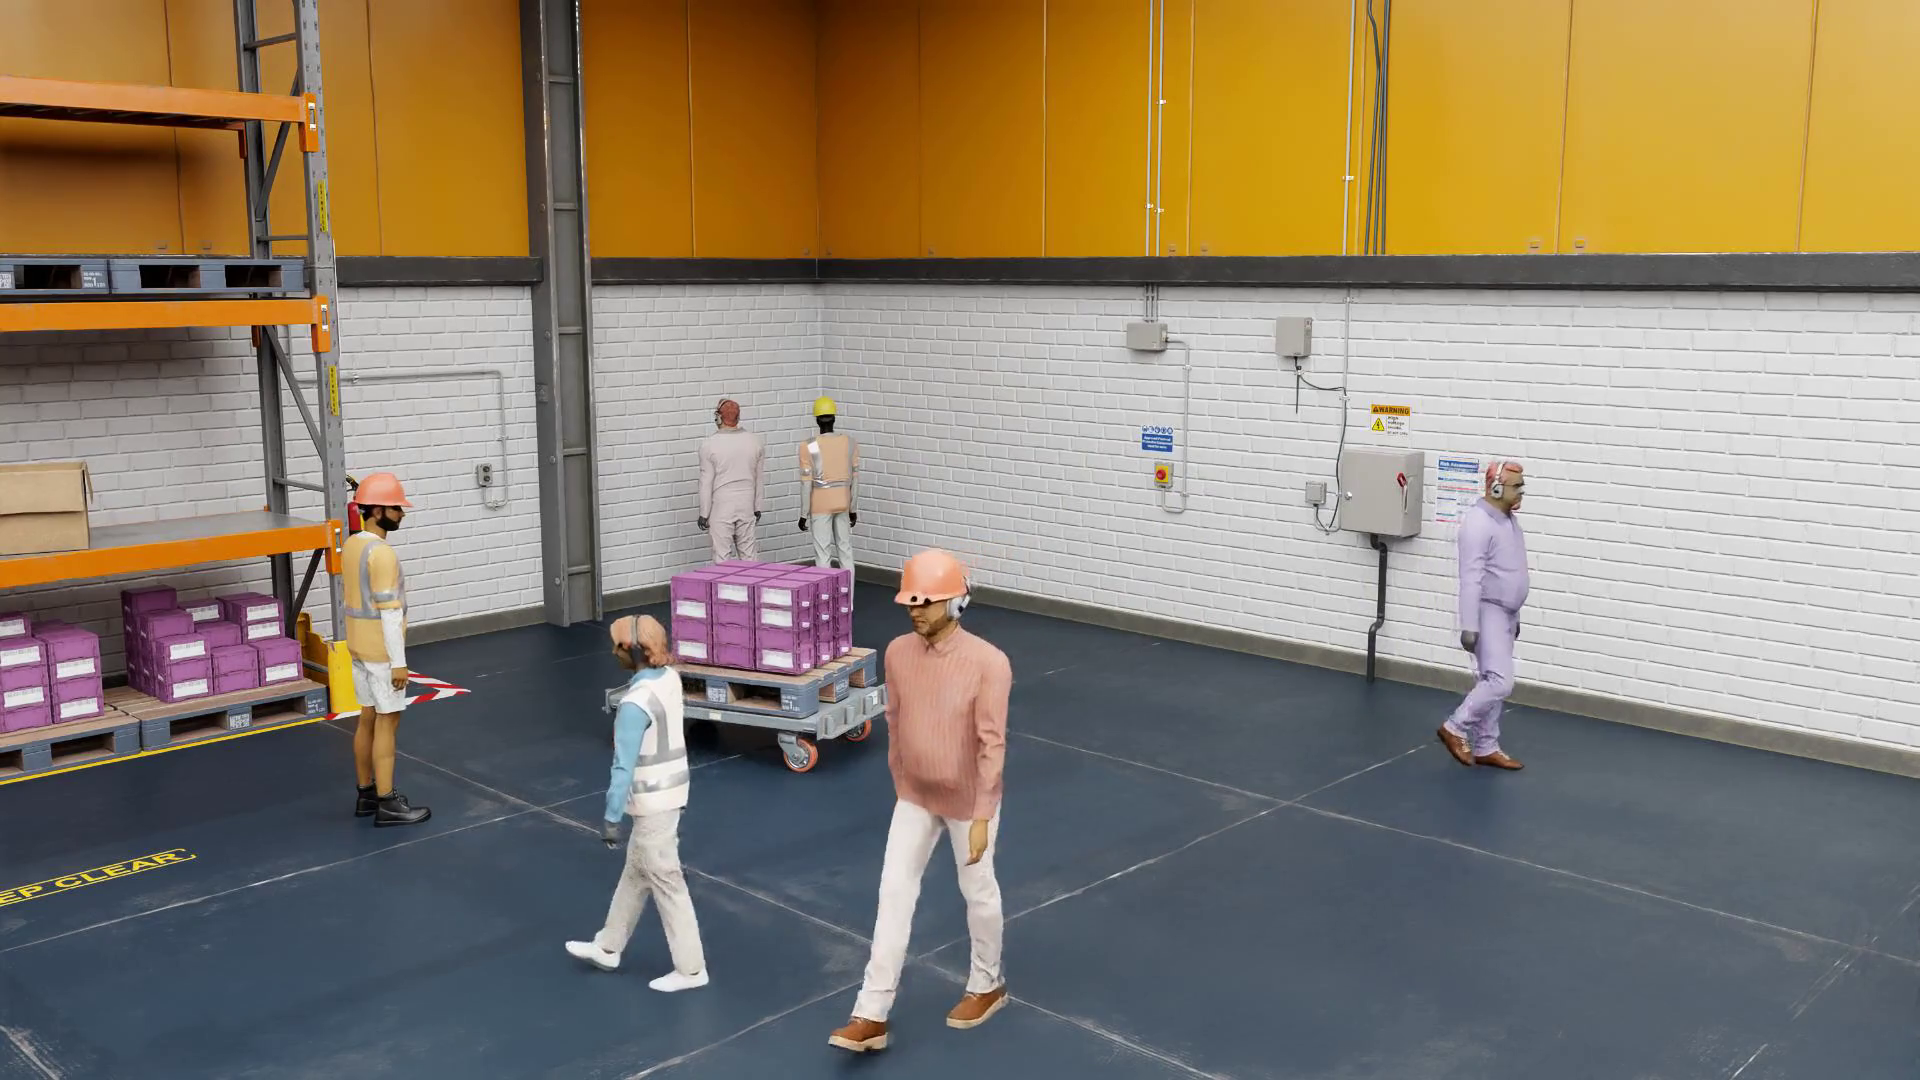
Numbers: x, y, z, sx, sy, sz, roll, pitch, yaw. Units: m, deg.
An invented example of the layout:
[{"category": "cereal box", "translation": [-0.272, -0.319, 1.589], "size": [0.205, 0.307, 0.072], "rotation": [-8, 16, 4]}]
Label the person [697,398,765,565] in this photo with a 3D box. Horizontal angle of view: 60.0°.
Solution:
[{"category": "person", "translation": [-2.017, -0.282, 14.549], "size": [0.642, 1.913, 0.409], "rotation": [-7, 12, -38]}]

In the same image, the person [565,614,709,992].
[{"category": "person", "translation": [-1.379, 1.103, 6.945], "size": [0.693, 1.607, 0.543], "rotation": [1, 9, 6]}]

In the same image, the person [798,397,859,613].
[{"category": "person", "translation": [-1.158, -0.289, 14.553], "size": [0.589, 1.924, 0.384], "rotation": [-6, 11, -34]}]

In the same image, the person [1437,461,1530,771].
[{"category": "person", "translation": [3.225, 0.464, 10.014], "size": [0.416, 1.892, 0.672], "rotation": [7, 11, 35]}]

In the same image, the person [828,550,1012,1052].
[{"category": "person", "translation": [-0.125, 1.025, 6.411], "size": [0.616, 1.955, 0.954], "rotation": [6, 11, 31]}]

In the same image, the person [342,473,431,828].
[{"category": "person", "translation": [-3.154, 0.593, 9.109], "size": [0.373, 1.933, 0.550], "rotation": [-8, 12, -39]}]
